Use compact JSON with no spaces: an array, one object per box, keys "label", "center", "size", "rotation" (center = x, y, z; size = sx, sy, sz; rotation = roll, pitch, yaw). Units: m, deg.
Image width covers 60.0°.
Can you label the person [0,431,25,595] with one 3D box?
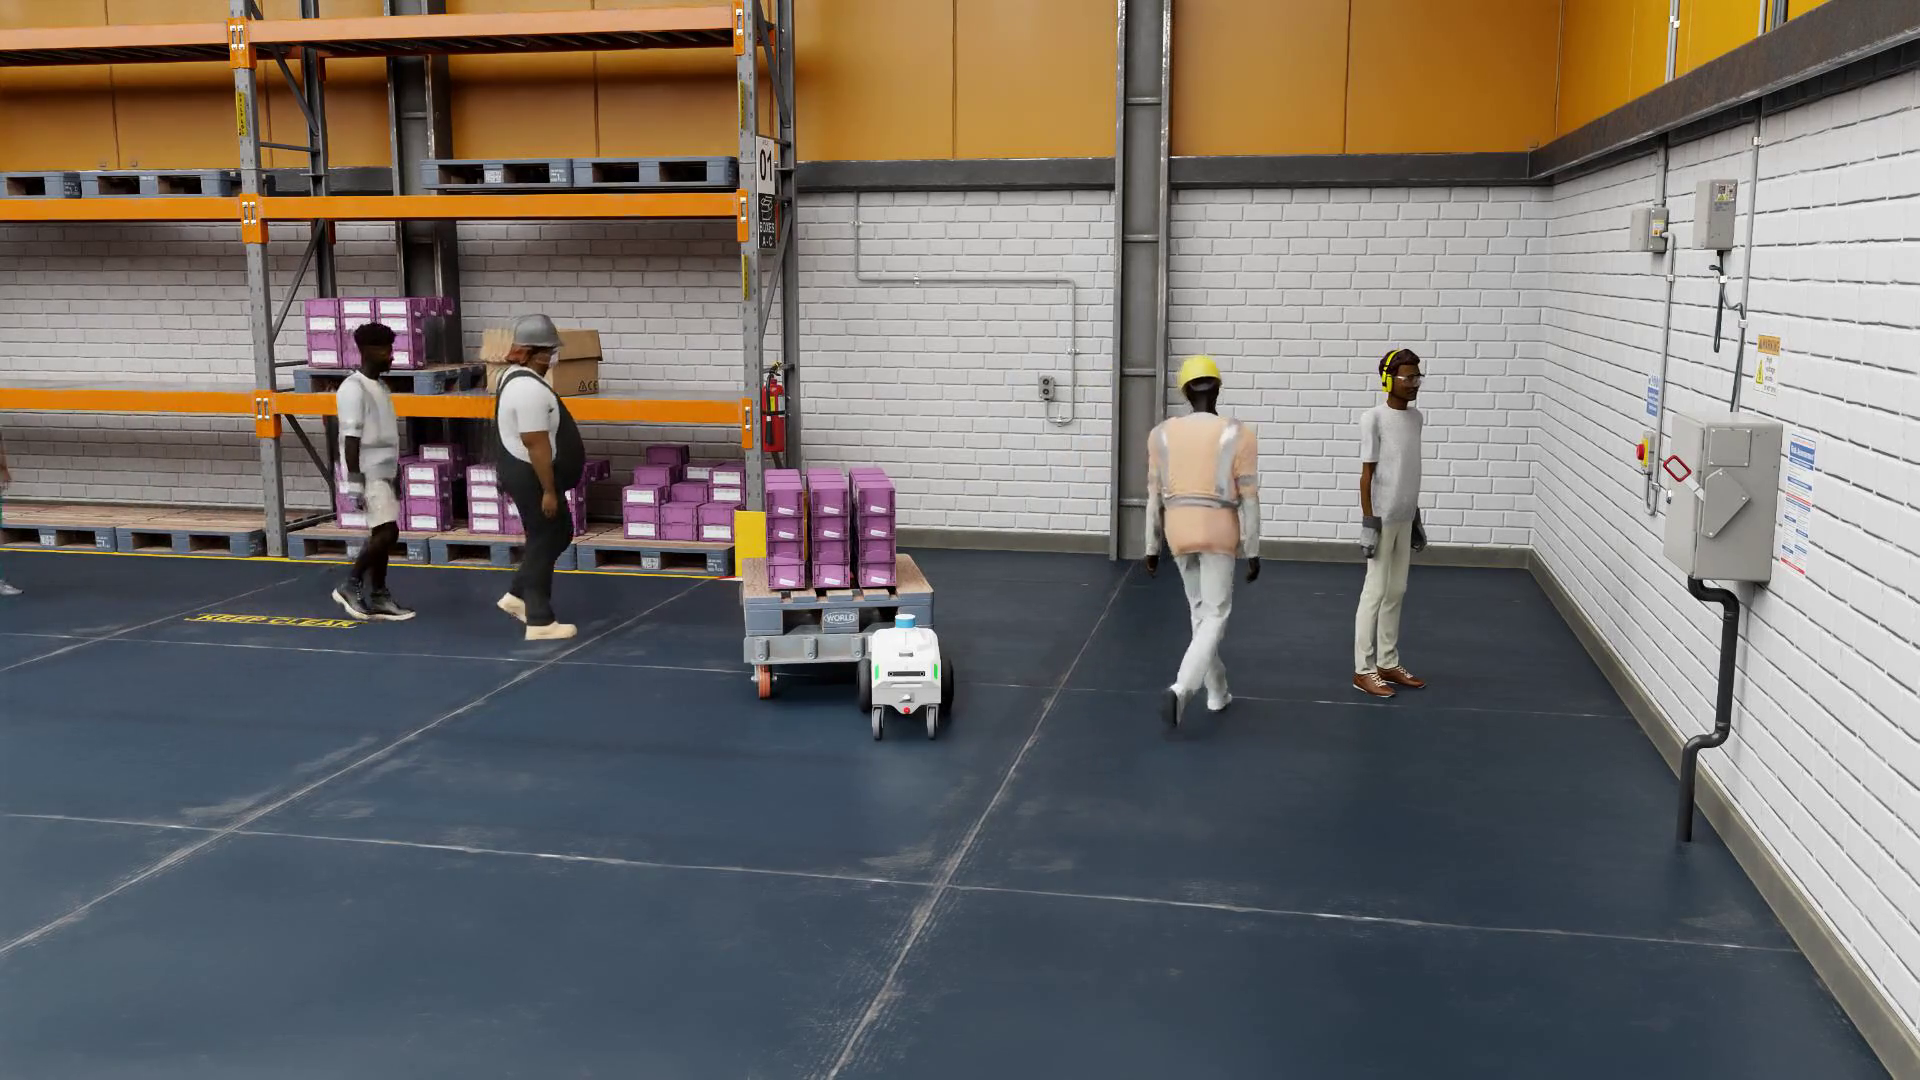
[{"label":"person","center":[-6.835,-0.496,11.532],"size":[0.454,1.825,0.576],"rotation":[0,9,1]}]

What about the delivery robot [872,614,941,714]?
[{"label":"delivery robot","center":[-0.274,0.618,8.368],"size":[0.477,0.478,0.707],"rotation":[0,9,-3]}]

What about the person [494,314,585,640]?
[{"label":"person","center":[-2.580,-0.391,10.263],"size":[0.536,2.000,0.706],"rotation":[-4,10,-21]}]

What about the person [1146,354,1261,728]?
[{"label":"person","center":[1.198,0.008,8.387],"size":[0.617,1.872,0.845],"rotation":[6,11,31]}]

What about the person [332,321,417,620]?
[{"label":"person","center":[-3.768,-0.424,10.722],"size":[0.413,1.953,0.646],"rotation":[0,9,0]}]

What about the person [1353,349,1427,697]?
[{"label":"person","center":[2.352,-0.097,9.008],"size":[0.528,1.871,0.323],"rotation":[-8,13,-41]}]
